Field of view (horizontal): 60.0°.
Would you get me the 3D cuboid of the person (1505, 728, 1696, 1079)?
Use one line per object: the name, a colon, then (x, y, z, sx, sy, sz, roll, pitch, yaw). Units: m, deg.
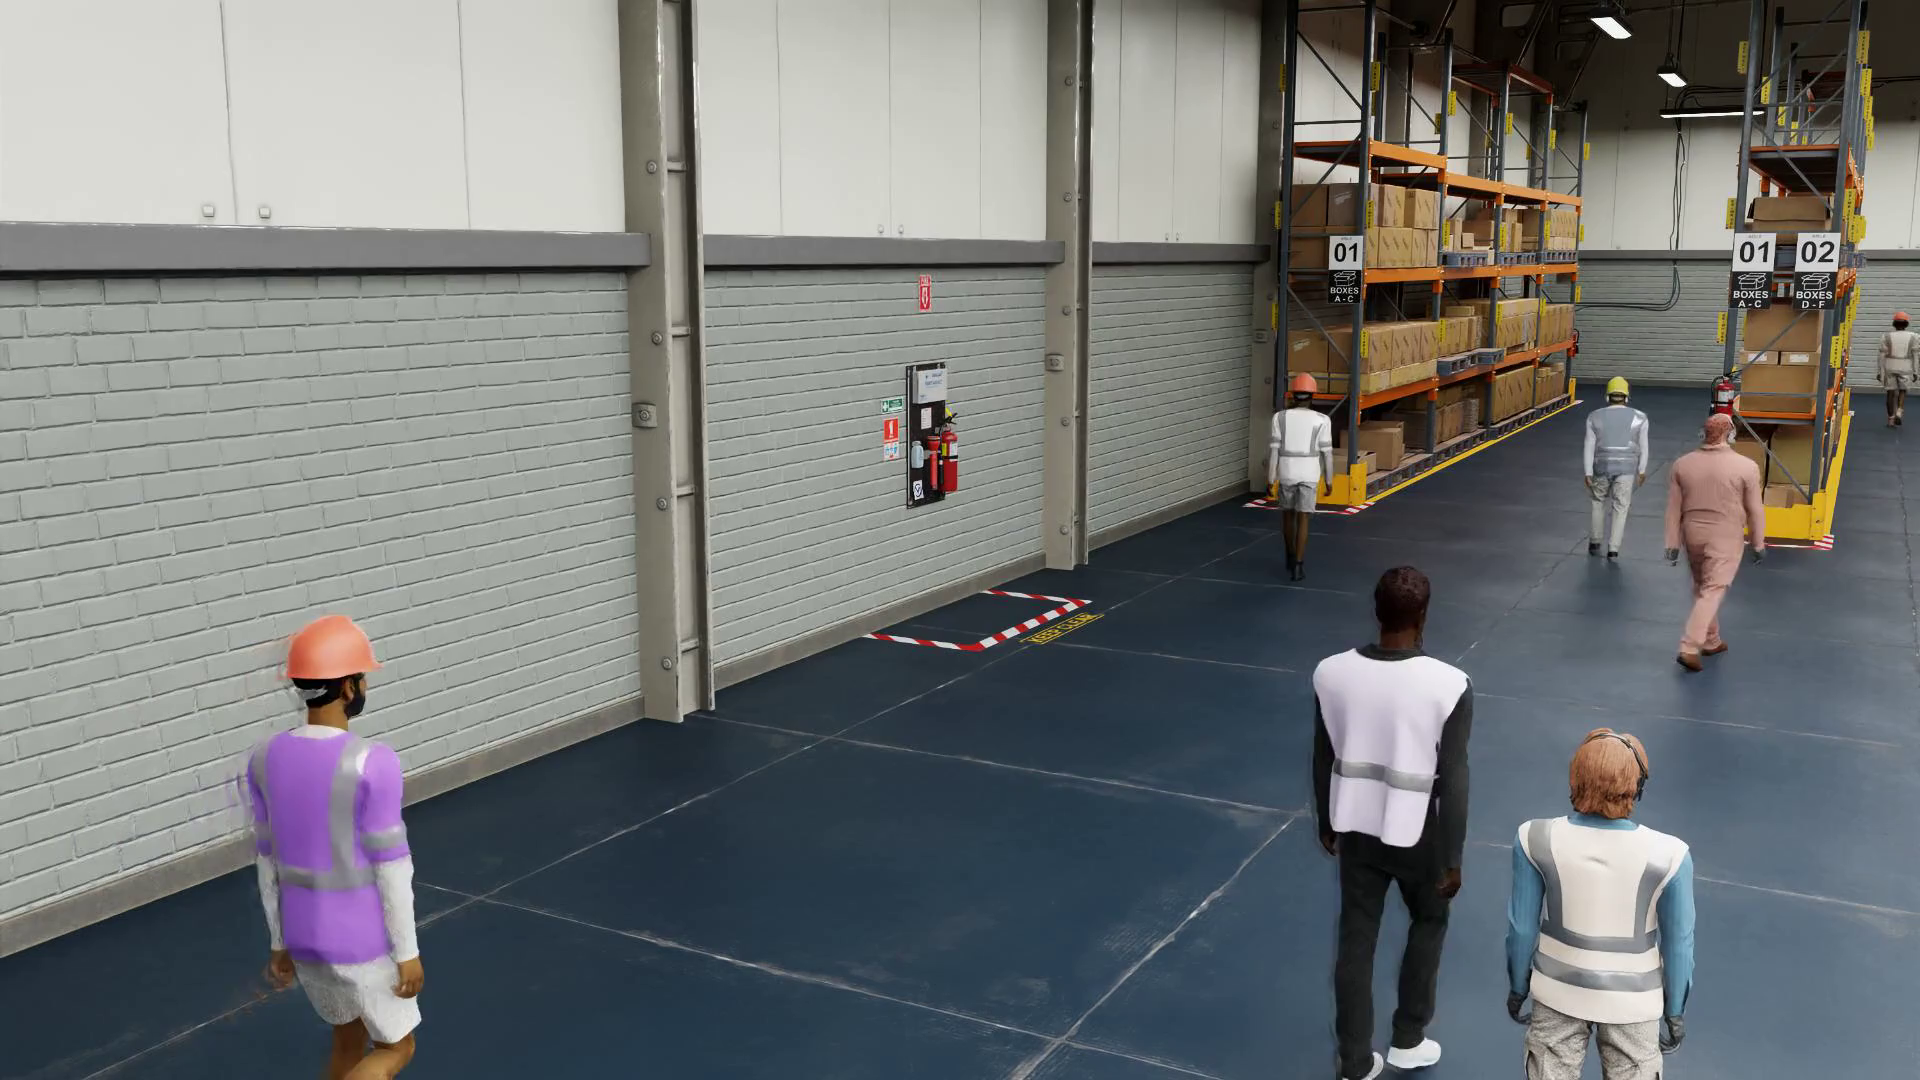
person: (1.852, 1.358, 4.856, 0.514, 1.642, 0.310, 5, 11, 25)

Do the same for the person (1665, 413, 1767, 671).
person: (5.496, 0.005, 12.156, 0.991, 1.862, 0.642, -7, 12, -36)

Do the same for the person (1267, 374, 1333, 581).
person: (3.210, -0.605, 15.608, 0.581, 1.891, 0.955, 3, 10, 19)

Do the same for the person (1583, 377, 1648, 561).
person: (6.512, -0.718, 16.550, 0.600, 1.801, 0.810, 4, 10, 20)

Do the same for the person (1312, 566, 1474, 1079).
person: (1.575, 1.029, 6.015, 0.616, 1.896, 0.660, 7, 12, 36)

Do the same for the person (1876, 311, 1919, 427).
person: (16.408, -2.982, 29.128, 0.639, 2.028, 0.422, 4, 11, 24)

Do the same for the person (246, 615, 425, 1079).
person: (-1.918, 1.192, 5.019, 0.559, 1.919, 0.622, 5, 11, 25)
